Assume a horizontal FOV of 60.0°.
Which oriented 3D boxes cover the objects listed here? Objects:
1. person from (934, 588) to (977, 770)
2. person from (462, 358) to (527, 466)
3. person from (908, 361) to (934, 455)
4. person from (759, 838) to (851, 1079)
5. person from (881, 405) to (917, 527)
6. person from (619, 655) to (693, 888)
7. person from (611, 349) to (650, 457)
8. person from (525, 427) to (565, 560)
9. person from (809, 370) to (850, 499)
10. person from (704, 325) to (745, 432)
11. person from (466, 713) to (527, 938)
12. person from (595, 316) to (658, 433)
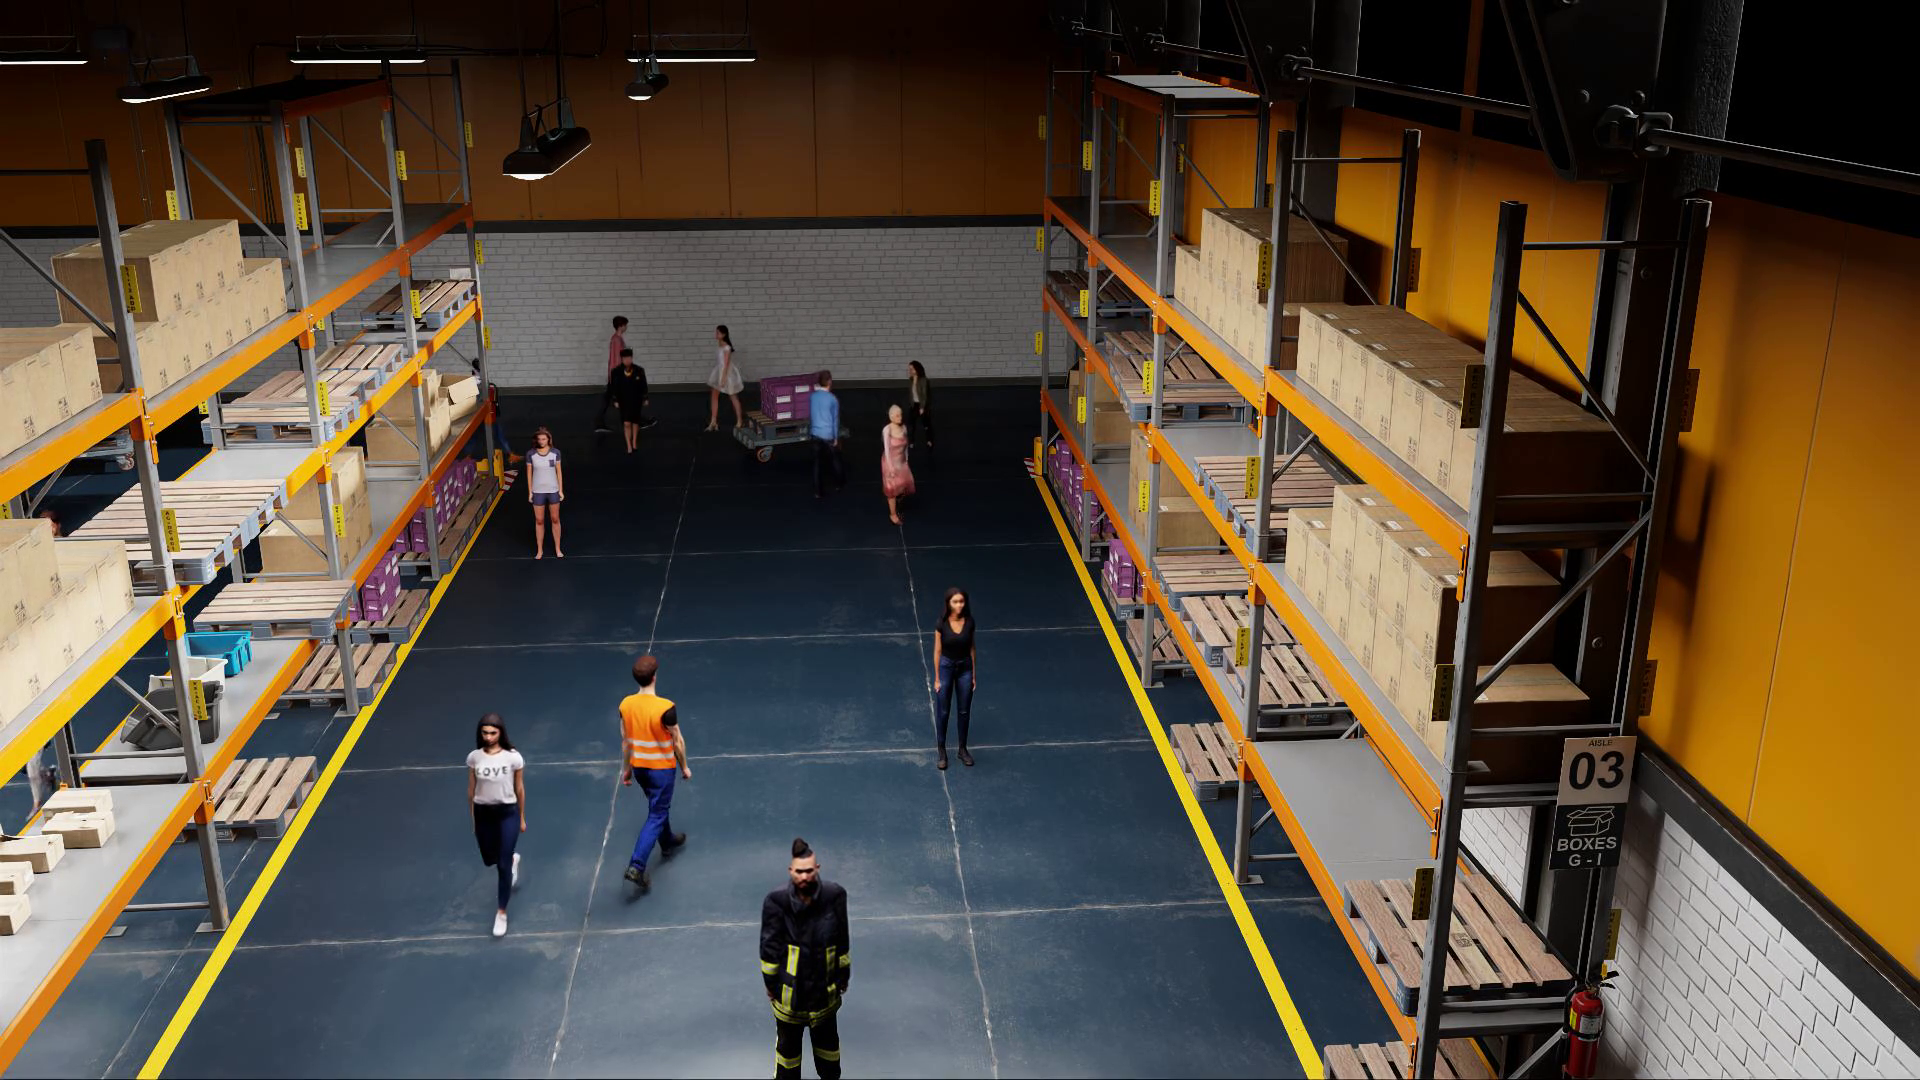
[{"bbox_3d":[-0.053,1.264,15.464,0.591,1.736,0.576,-5,19,-15],"label":"person"},{"bbox_3d":[-7.226,-1.856,24.842,0.812,1.663,1.169,2,19,5],"label":"person"},{"bbox_3d":[-0.567,-2.059,25.782,0.875,1.448,0.945,12,22,32],"label":"person"},{"bbox_3d":[-0.989,2.784,10.755,0.783,1.860,0.728,-4,19,-12],"label":"person"},{"bbox_3d":[-0.934,-1.020,22.339,0.747,1.676,0.806,-17,25,-40],"label":"person"},{"bbox_3d":[-2.511,1.893,13.417,1.070,1.850,1.310,9,21,24],"label":"person"},{"bbox_3d":[-5.094,-2.143,25.722,0.811,1.645,1.013,-5,19,-16],"label":"person"},{"bbox_3d":[-5.248,-0.614,21.059,0.629,1.724,0.591,-5,19,-13],"label":"person"},{"bbox_3d":[-1.965,-1.479,23.518,0.899,1.795,1.045,7,20,20],"label":"person"},{"bbox_3d":[-3.704,-2.605,26.935,0.903,1.747,0.947,-10,21,-26],"label":"person"},{"bbox_3d":[-3.555,2.129,12.872,0.634,1.752,1.011,0,19,-1],"label":"person"},{"bbox_3d":[-5.590,-2.608,26.706,1.035,1.900,1.256,-7,20,-21],"label":"person"}]
